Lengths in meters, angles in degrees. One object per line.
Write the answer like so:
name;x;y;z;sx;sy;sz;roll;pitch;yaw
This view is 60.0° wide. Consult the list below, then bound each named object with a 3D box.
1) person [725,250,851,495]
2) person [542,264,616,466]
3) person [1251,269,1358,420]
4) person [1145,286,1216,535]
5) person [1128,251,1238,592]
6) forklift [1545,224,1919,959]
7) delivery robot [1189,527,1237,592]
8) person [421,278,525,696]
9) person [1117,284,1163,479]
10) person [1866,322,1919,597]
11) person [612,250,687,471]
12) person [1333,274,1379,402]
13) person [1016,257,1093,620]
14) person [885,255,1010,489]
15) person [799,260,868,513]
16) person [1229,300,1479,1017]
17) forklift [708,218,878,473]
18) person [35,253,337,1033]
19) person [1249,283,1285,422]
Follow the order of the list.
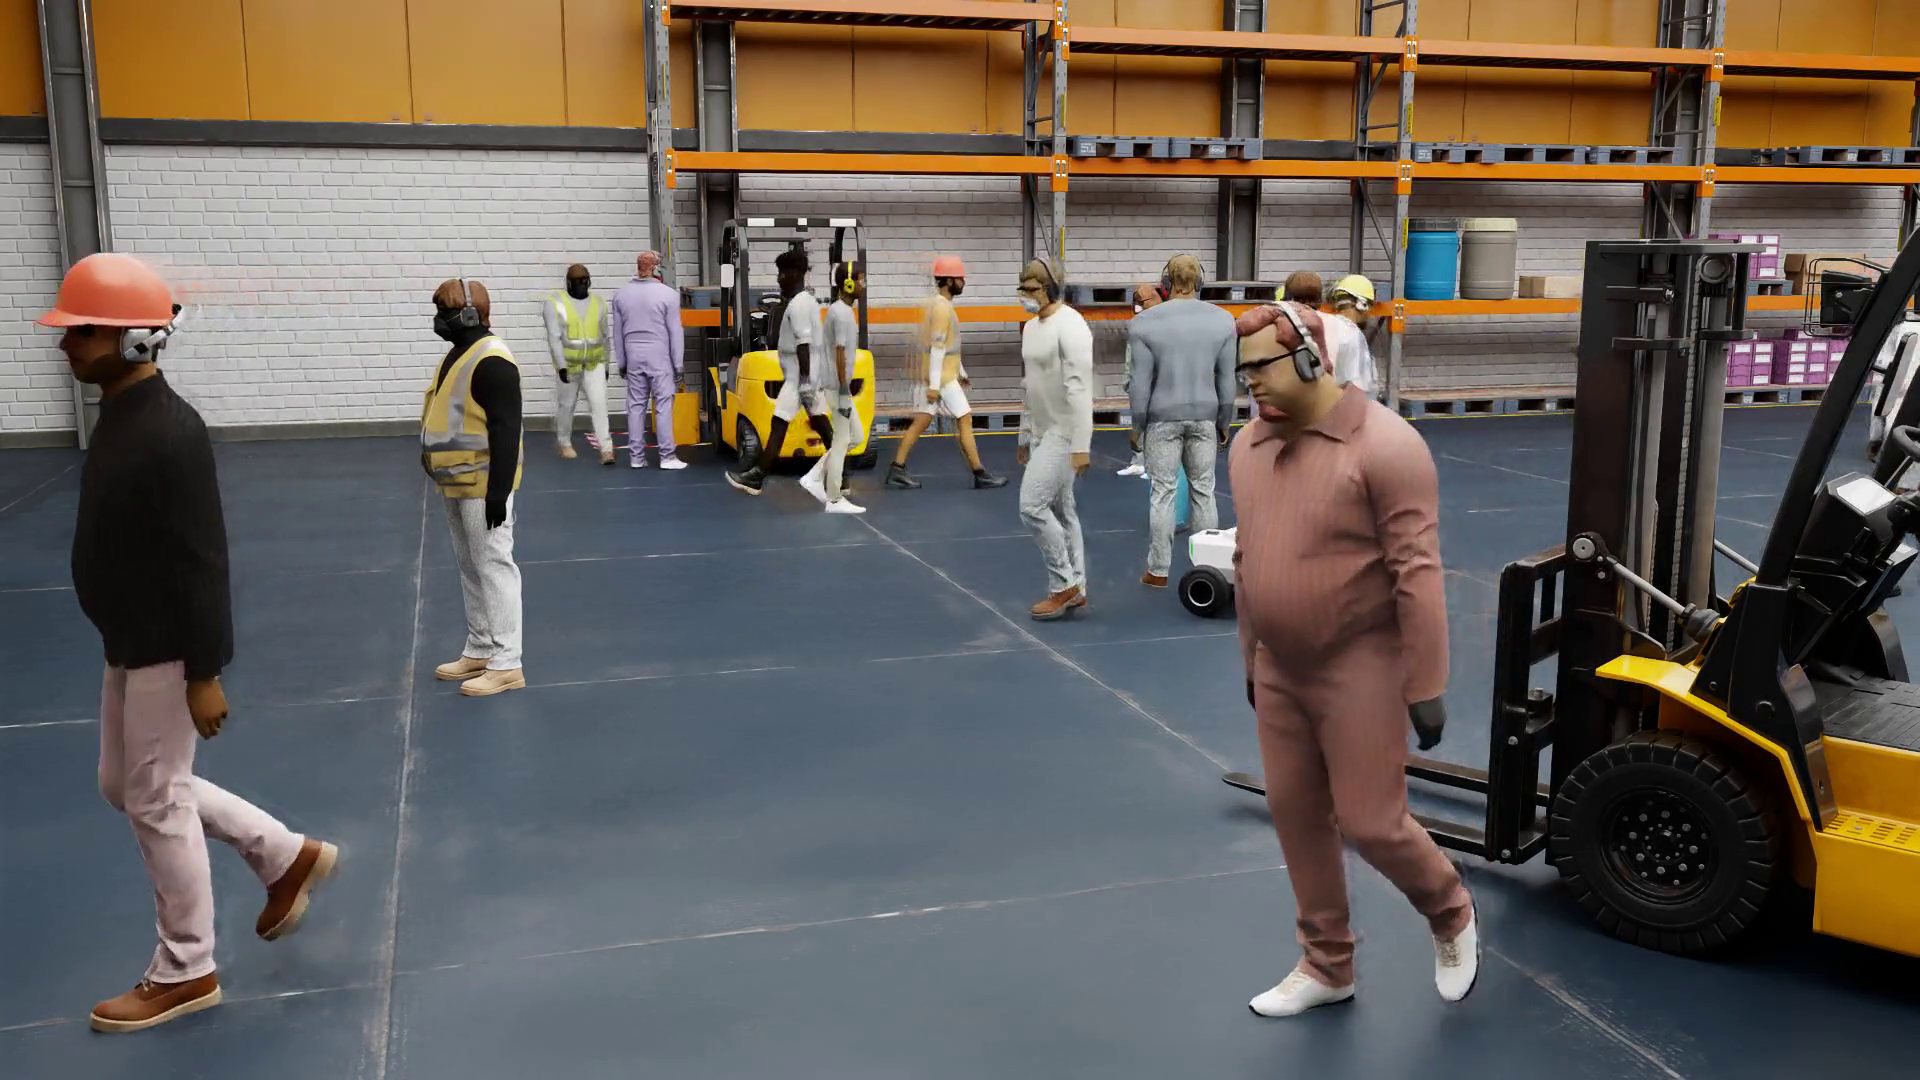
person;-1.321;-1.284;12.950;1.009;1.907;0.634;1;10;7
person;-3.431;-1.573;14.930;0.628;1.790;0.943;-5;12;-27
person;1.936;-0.619;9.514;0.633;1.841;0.429;-3;11;-15
person;1.540;-0.970;11.515;0.583;1.810;0.771;4;11;23
person;1.258;-0.664;9.492;0.631;1.940;0.372;-1;10;-6
forklift;2.909;0.117;4.508;2.313;2.155;1.214;9;14;40
delivery robot;1.603;0.083;8.920;0.707;0.478;0.477;5;12;27
person;-2.169;-0.236;7.415;0.429;1.842;0.637;-7;12;-34
person;1.553;-1.329;13.980;0.279;1.631;0.498;-6;12;-32
person;5.486;-0.616;9.389;1.000;1.878;0.567;-3;11;-18
person;-2.680;-1.557;14.475;0.651;1.906;0.403;3;11;18
person;2.355;-0.774;10.507;0.607;1.789;0.604;1;10;6
person;0.477;-0.520;8.768;0.518;1.909;0.672;-3;11;-18
person;-0.138;-1.322;13.277;1.018;1.889;0.542;-2;11;-10
person;-0.887;-1.107;12.146;0.427;1.854;0.509;0;10;1
person;0.999;0.318;4.315;0.622;1.865;0.700;-7;12;-32
forklift;-1.522;-1.778;14.899;1.214;2.155;2.313;-3;11;-17
person;-2.001;0.255;4.320;0.577;1.982;0.621;-8;13;-37
person;2.230;-0.883;11.311;0.538;1.723;0.742;2;11;11
